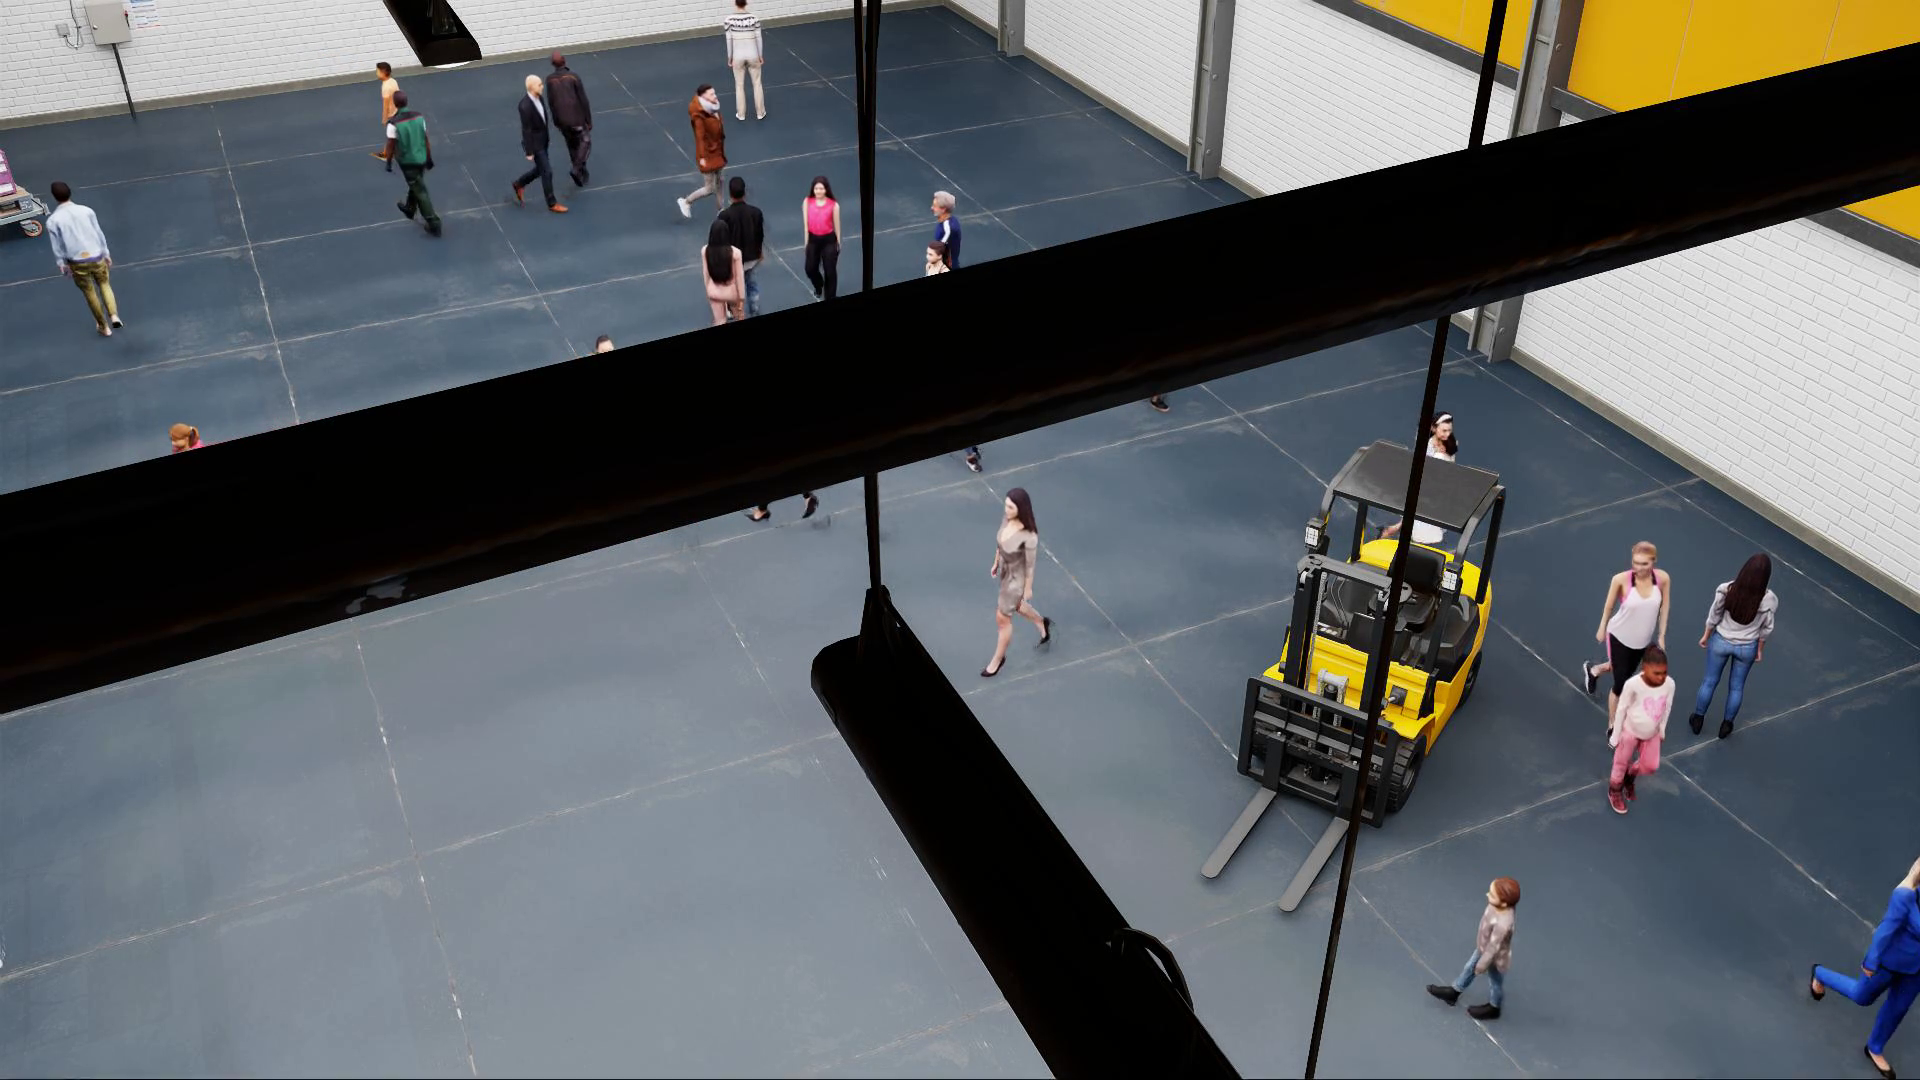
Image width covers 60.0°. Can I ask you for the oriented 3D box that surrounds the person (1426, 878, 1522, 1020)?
[{"bbox_3d":[3.416,2.592,10.475,0.759,1.181,0.730,5,34,8],"label":"person"}]

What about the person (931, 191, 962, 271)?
[{"bbox_3d":[-0.039,-2.921,18.212,0.952,1.797,1.211,-3,34,-5],"label":"person"}]

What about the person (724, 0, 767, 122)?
[{"bbox_3d":[-3.155,-7.112,24.458,0.745,1.862,0.675,-5,34,-7],"label":"person"}]

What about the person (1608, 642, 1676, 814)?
[{"bbox_3d":[4.936,1.329,12.141,0.669,1.440,0.697,0,34,-1],"label":"person"}]

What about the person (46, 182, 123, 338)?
[{"bbox_3d":[-9.670,-3.077,18.444,0.797,1.801,0.810,-25,41,-33],"label":"person"}]

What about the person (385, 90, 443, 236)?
[{"bbox_3d":[-6.818,-4.690,20.879,1.263,1.791,1.064,21,39,28],"label":"person"}]

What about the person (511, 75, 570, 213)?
[{"bbox_3d":[-5.555,-5.139,21.569,1.152,1.774,1.132,9,35,13],"label":"person"}]

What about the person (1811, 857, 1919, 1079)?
[{"bbox_3d":[5.673,2.490,10.175,0.708,1.682,1.008,-9,35,-14],"label":"person"}]

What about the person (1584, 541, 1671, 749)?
[{"bbox_3d":[5.119,0.708,12.797,0.898,1.748,1.152,-1,34,-1],"label":"person"}]

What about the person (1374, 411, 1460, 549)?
[{"bbox_3d":[3.971,-0.359,14.367,0.738,1.786,1.128,-18,38,-25],"label":"person"}]

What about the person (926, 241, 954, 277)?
[{"bbox_3d":[-0.219,-2.418,17.628,0.645,1.607,0.496,-20,39,-27],"label":"person"}]

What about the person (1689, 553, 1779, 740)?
[{"bbox_3d":[5.930,0.811,12.748,0.665,1.631,0.735,13,36,18],"label":"person"}]

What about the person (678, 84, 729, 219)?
[{"bbox_3d":[-3.263,-4.896,21.161,1.084,1.823,1.076,5,34,8],"label":"person"}]

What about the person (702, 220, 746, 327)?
[{"bbox_3d":[-2.536,-2.558,17.755,0.904,1.699,1.019,3,34,5],"label":"person"}]

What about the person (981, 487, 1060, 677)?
[{"bbox_3d":[0.485,0.298,13.439,0.661,1.721,0.922,-15,37,-22],"label":"person"}]

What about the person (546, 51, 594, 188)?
[{"bbox_3d":[-5.215,-5.583,22.215,0.983,1.800,1.091,4,34,6],"label":"person"}]

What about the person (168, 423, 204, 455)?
[{"bbox_3d":[-6.831,-0.514,15.033,0.575,1.308,0.664,19,38,26],"label":"person"}]

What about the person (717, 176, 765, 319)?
[{"bbox_3d":[-2.399,-3.111,18.511,0.710,1.782,1.031,-14,36,-20],"label":"person"}]

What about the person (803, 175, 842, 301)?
[{"bbox_3d":[-1.565,-3.419,19.096,0.757,1.648,0.830,4,34,6],"label":"person"}]
